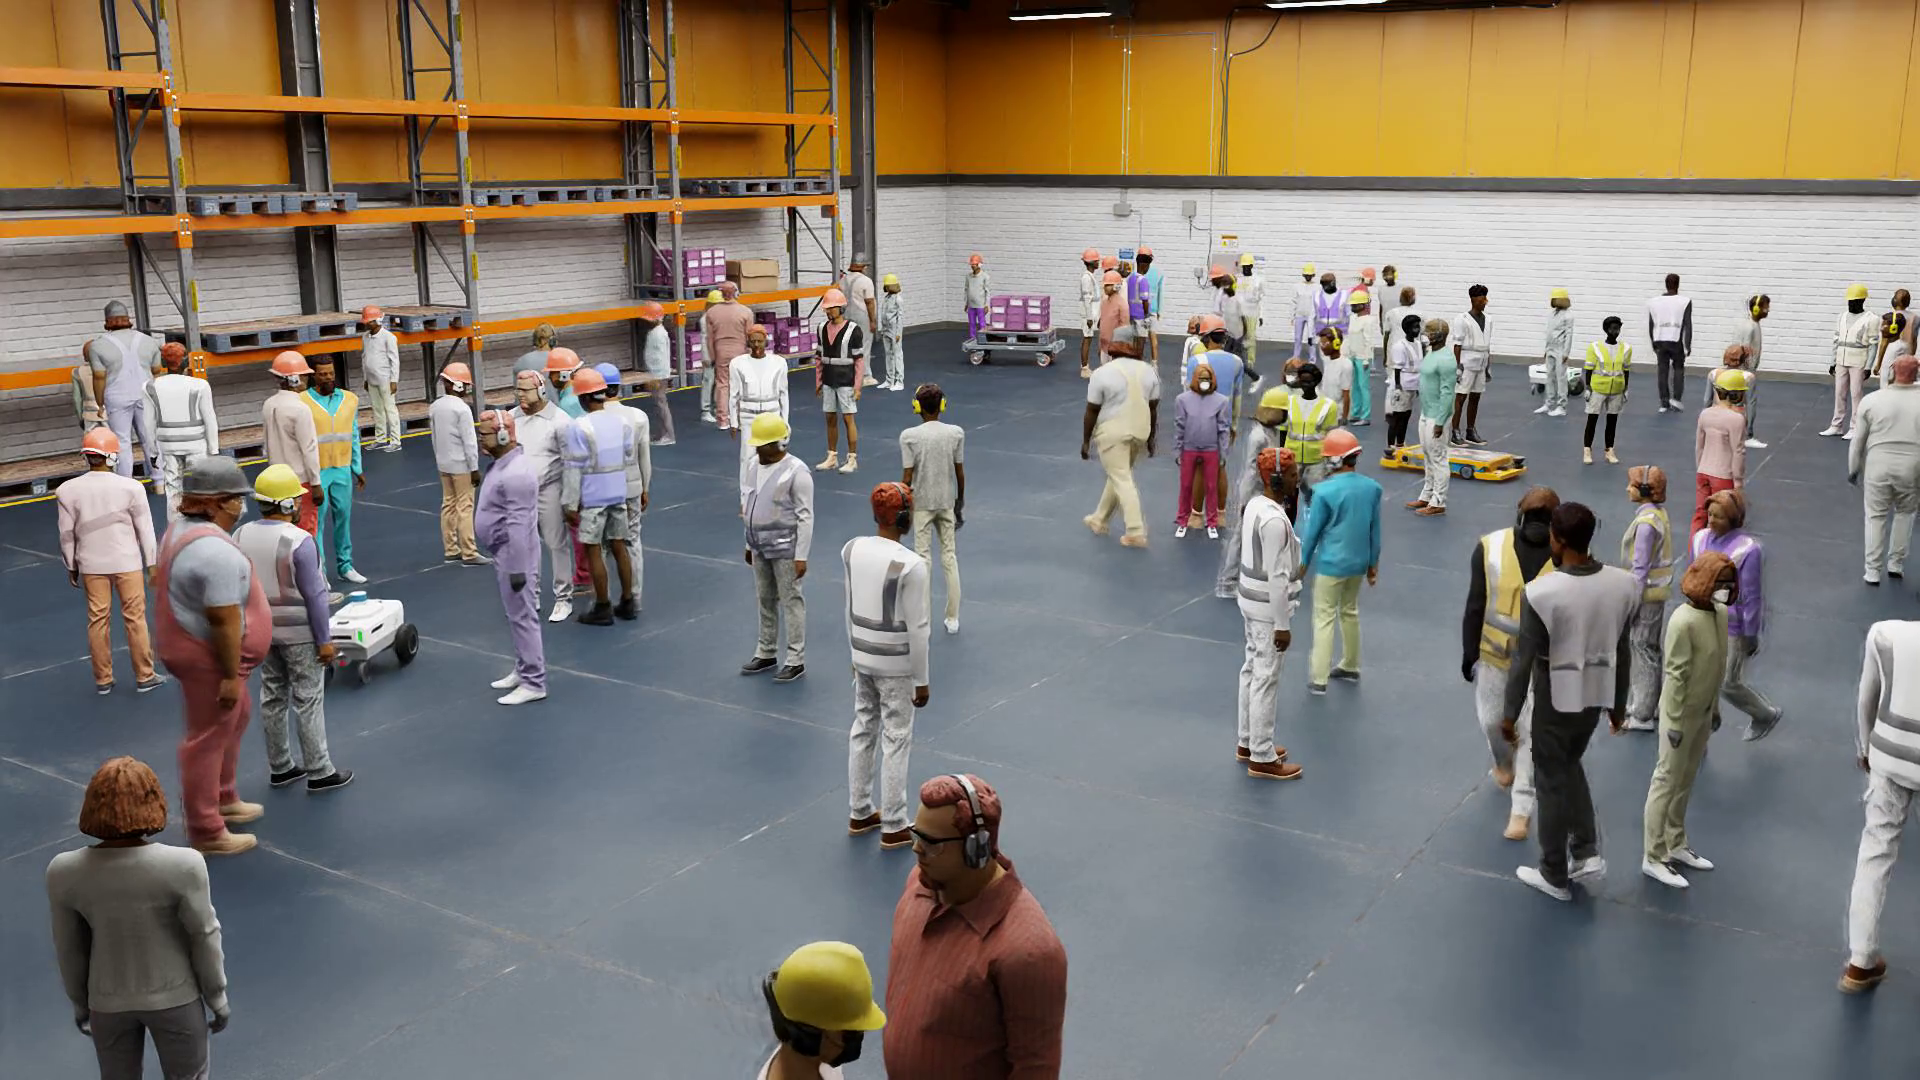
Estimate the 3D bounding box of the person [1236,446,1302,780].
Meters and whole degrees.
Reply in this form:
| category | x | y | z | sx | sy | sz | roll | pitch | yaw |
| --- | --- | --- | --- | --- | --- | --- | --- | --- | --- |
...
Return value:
| category | x | y | z | sx | sy | sz | roll | pitch | yaw |
| --- | --- | --- | --- | --- | --- | --- | --- | --- | --- |
| person | 1.754 | 0.406 | 9.394 | 0.355 | 1.882 | 0.576 | -1 | 13 | -3 |

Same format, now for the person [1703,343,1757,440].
| category | x | y | z | sx | sy | sz | roll | pitch | yaw |
| --- | --- | --- | --- | --- | --- | --- | --- | --- | --- |
| person | 7.694 | -1.147 | 16.661 | 0.310 | 1.638 | 0.523 | -10 | 16 | -37 |

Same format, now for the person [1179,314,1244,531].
| category | x | y | z | sx | sy | sz | roll | pitch | yaw |
| --- | --- | --- | --- | --- | --- | --- | --- | --- | --- |
| person | 2.345 | -1.094 | 15.595 | 0.611 | 2.029 | 0.408 | -7 | 15 | -26 |

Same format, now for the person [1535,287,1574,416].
| category | x | y | z | sx | sy | sz | roll | pitch | yaw |
| --- | --- | --- | --- | --- | --- | --- | --- | --- | --- |
| person | 8.082 | -2.556 | 22.547 | 0.323 | 1.741 | 0.492 | -3 | 13 | -14 |

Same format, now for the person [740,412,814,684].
| category | x | y | z | sx | sy | sz | roll | pitch | yaw |
| --- | --- | --- | --- | --- | --- | --- | --- | --- | --- |
| person | -1.237 | 0.046 | 11.086 | 0.587 | 1.823 | 0.404 | 12 | 17 | 41 |

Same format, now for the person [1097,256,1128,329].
| category | x | y | z | sx | sy | sz | roll | pitch | yaw |
| --- | --- | --- | --- | --- | --- | --- | --- | --- | --- |
| person | 2.390 | -3.417 | 25.788 | 0.571 | 1.966 | 0.749 | -7 | 15 | -27 |

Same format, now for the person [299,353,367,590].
| category | x | y | z | sx | sy | sz | roll | pitch | yaw |
| --- | --- | --- | --- | --- | --- | --- | --- | --- | --- |
| person | -5.137 | -0.567 | 13.532 | 0.398 | 1.920 | 0.589 | 11 | 17 | 40 |

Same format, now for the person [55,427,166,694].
| category | x | y | z | sx | sy | sz | roll | pitch | yaw |
| --- | --- | --- | --- | --- | --- | --- | --- | --- | --- |
| person | -5.532 | 0.133 | 10.857 | 0.573 | 1.749 | 0.343 | -2 | 13 | -8 |

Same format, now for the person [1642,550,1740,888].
| category | x | y | z | sx | sy | sz | roll | pitch | yaw |
| --- | --- | --- | --- | --- | --- | --- | --- | --- | --- |
| person | 3.540 | 0.845 | 8.032 | 0.499 | 1.632 | 0.284 | -11 | 17 | -40 |

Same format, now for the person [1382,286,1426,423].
| category | x | y | z | sx | sy | sz | roll | pitch | yaw |
| --- | --- | --- | --- | --- | --- | --- | --- | --- | --- |
| person | 5.806 | -2.406 | 21.751 | 0.541 | 1.821 | 0.600 | 8 | 15 | 32 |

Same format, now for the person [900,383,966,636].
| category | x | y | z | sx | sy | sz | roll | pitch | yaw |
| --- | --- | --- | --- | --- | --- | --- | --- | --- | --- |
| person | -0.205 | -0.222 | 12.160 | 0.518 | 1.865 | 0.327 | -4 | 14 | -18 |

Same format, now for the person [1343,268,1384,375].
| category | x | y | z | sx | sy | sz | roll | pitch | yaw |
| --- | --- | --- | --- | --- | --- | --- | --- | --- | --- |
| person | 6.488 | -3.491 | 26.650 | 0.777 | 1.705 | 0.593 | -1 | 13 | -5 |

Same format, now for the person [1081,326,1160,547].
| category | x | y | z | sx | sy | sz | roll | pitch | yaw |
| --- | --- | --- | --- | --- | --- | --- | --- | --- | --- |
| person | 1.430 | -0.983 | 15.069 | 0.699 | 2.000 | 0.996 | -8 | 15 | -31 |

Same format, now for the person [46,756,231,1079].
| category | x | y | z | sx | sy | sz | roll | pitch | yaw |
| --- | --- | --- | --- | --- | --- | --- | --- | --- | --- |
| person | -2.588 | 1.474 | 5.305 | 0.497 | 1.633 | 0.284 | -1 | 13 | -6 |

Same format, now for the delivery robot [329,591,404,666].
| category | x | y | z | sx | sy | sz | roll | pitch | yaw |
| --- | --- | --- | --- | --- | --- | --- | --- | --- | --- |
| delivery robot | -4.064 | 0.592 | 11.288 | 0.477 | 0.478 | 0.707 | 1 | 13 | 5 |

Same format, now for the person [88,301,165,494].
| category | x | y | z | sx | sy | sz | roll | pitch | yaw |
| --- | --- | --- | --- | --- | --- | --- | --- | --- | --- |
| person | -8.577 | -1.449 | 17.093 | 0.536 | 2.000 | 0.684 | 12 | 18 | 42 |

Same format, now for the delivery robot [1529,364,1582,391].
| category | x | y | z | sx | sy | sz | roll | pitch | yaw |
| --- | --- | --- | --- | --- | --- | --- | --- | --- | --- |
| delivery robot | 8.744 | -2.441 | 24.445 | 0.477 | 0.478 | 0.707 | -11 | 17 | -41 |

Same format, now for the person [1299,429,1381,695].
| category | x | y | z | sx | sy | sz | roll | pitch | yaw |
| --- | --- | --- | --- | --- | --- | --- | --- | --- | --- |
| person | 2.481 | 0.133 | 10.901 | 0.570 | 1.737 | 0.382 | -10 | 16 | -36 |

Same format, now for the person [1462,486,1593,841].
| category | x | y | z | sx | sy | sz | roll | pitch | yaw |
| --- | --- | --- | --- | --- | --- | --- | --- | --- | --- |
| person | 2.968 | 0.592 | 8.733 | 0.630 | 1.824 | 0.786 | 6 | 14 | 25 |

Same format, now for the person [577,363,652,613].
| category | x | y | z | sx | sy | sz | roll | pitch | yaw |
| --- | --- | --- | --- | --- | --- | --- | --- | --- | --- |
| person | -2.642 | -0.376 | 12.683 | 0.616 | 1.933 | 0.420 | -9 | 15 | -33 |

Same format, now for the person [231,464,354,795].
| category | x | y | z | sx | sy | sz | roll | pitch | yaw |
| --- | --- | --- | --- | --- | --- | --- | --- | --- | --- |
| person | -3.671 | 0.491 | 9.131 | 0.589 | 1.834 | 0.403 | 6 | 14 | 23 |

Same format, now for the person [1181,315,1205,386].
| category | x | y | z | sx | sy | sz | roll | pitch | yaw |
| --- | --- | --- | --- | --- | --- | --- | --- | --- | --- |
| person | 2.763 | -1.834 | 19.663 | 0.313 | 1.634 | 0.514 | 0 | 13 | 0 |

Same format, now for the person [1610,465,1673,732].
| category | x | y | z | sx | sy | sz | roll | pitch | yaw |
| --- | --- | --- | --- | --- | --- | --- | --- | --- | --- |
| person | 4.184 | 0.352 | 10.187 | 0.322 | 1.631 | 0.520 | 7 | 15 | 28 |

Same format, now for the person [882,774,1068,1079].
| category | x | y | z | sx | sy | sz | roll | pitch | yaw |
| --- | --- | --- | --- | --- | --- | --- | --- | --- | --- |
| person | -0.009 | 1.533 | 4.450 | 0.409 | 1.907 | 0.649 | -9 | 16 | -33 |

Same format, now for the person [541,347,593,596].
| category | x | y | z | sx | sy | sz | roll | pitch | yaw |
| --- | --- | --- | --- | --- | --- | --- | --- | --- | --- |
| person | -3.104 | -0.547 | 13.310 | 0.402 | 1.986 | 0.611 | -1 | 13 | -4 |

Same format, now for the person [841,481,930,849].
| category | x | y | z | sx | sy | sz | roll | pitch | yaw |
| --- | --- | --- | --- | --- | --- | --- | --- | --- | --- |
| person | -0.373 | 0.631 | 8.435 | 0.579 | 1.878 | 0.341 | 13 | 18 | 44 |

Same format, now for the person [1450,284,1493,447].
| category | x | y | z | sx | sy | sz | roll | pitch | yaw |
| --- | --- | --- | --- | --- | --- | --- | --- | --- | --- |
| person | 6.202 | -2.110 | 20.122 | 0.604 | 1.966 | 0.367 | -8 | 15 | -30 |

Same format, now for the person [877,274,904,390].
| category | x | y | z | sx | sy | sz | roll | pitch | yaw |
| --- | --- | --- | --- | --- | --- | --- | --- | --- | --- |
| person | -1.035 | -3.129 | 25.030 | 0.290 | 1.745 | 0.487 | -10 | 16 | -36 |

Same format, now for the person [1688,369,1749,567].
| category | x | y | z | sx | sy | sz | roll | pitch | yaw |
| --- | --- | --- | --- | --- | --- | --- | --- | --- | --- |
| person | 6.238 | -0.515 | 13.641 | 0.317 | 1.769 | 0.522 | -3 | 13 | -13 |

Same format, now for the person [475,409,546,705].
| category | x | y | z | sx | sy | sz | roll | pitch | yaw |
| --- | --- | --- | --- | --- | --- | --- | --- | --- | --- |
| person | -2.898 | 0.101 | 10.690 | 0.399 | 1.900 | 0.649 | -5 | 14 | -21 |

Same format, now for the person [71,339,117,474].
| category | x | y | z | sx | sy | sz | roll | pitch | yaw |
| --- | --- | --- | --- | --- | --- | --- | --- | --- | --- |
| person | -8.773 | -1.228 | 17.021 | 0.517 | 1.637 | 0.308 | -1 | 13 | -6 |

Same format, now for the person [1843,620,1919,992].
| category | x | y | z | sx | sy | sz | roll | pitch | yaw |
| --- | --- | --- | --- | --- | --- | --- | --- | --- | --- |
| person | 4.117 | 0.962 | 7.086 | 0.990 | 1.827 | 0.583 | -12 | 18 | -43 |

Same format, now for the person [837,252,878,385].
| category | x | y | z | sx | sy | sz | roll | pitch | yaw |
| --- | --- | --- | --- | --- | --- | --- | --- | --- | --- |
| person | -1.536 | -3.423 | 25.652 | 0.683 | 2.000 | 0.535 | 12 | 17 | 41 |

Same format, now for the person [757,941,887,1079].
| category | x | y | z | sx | sy | sz | roll | pitch | yaw |
| --- | --- | --- | --- | --- | --- | --- | --- | --- | --- |
| person | -0.472 | 1.734 | 3.928 | 0.634 | 1.736 | 0.547 | 2 | 13 | 9 |

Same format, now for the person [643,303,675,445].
| category | x | y | z | sx | sy | sz | roll | pitch | yaw |
| --- | --- | --- | --- | --- | --- | --- | --- | --- | --- |
| person | -3.678 | -2.026 | 20.296 | 0.348 | 1.722 | 0.608 | -4 | 14 | -16 |

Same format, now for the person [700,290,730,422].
| category | x | y | z | sx | sy | sz | roll | pitch | yaw |
| --- | --- | --- | --- | --- | --- | --- | --- | --- | --- |
| person | -3.240 | -2.439 | 22.064 | 0.346 | 1.737 | 0.485 | 7 | 15 | 29 |

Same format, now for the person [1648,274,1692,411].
| category | x | y | z | sx | sy | sz | roll | pitch | yaw |
| --- | --- | --- | --- | --- | --- | --- | --- | --- | --- |
| person | 9.795 | -2.725 | 22.983 | 0.637 | 1.886 | 0.506 | 10 | 16 | 37 |

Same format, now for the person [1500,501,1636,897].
| category | x | y | z | sx | sy | sz | roll | pitch | yaw |
| --- | --- | --- | --- | --- | --- | --- | --- | --- | --- |
| person | 2.845 | 0.759 | 7.829 | 0.613 | 1.901 | 0.455 | -5 | 14 | -19 |
